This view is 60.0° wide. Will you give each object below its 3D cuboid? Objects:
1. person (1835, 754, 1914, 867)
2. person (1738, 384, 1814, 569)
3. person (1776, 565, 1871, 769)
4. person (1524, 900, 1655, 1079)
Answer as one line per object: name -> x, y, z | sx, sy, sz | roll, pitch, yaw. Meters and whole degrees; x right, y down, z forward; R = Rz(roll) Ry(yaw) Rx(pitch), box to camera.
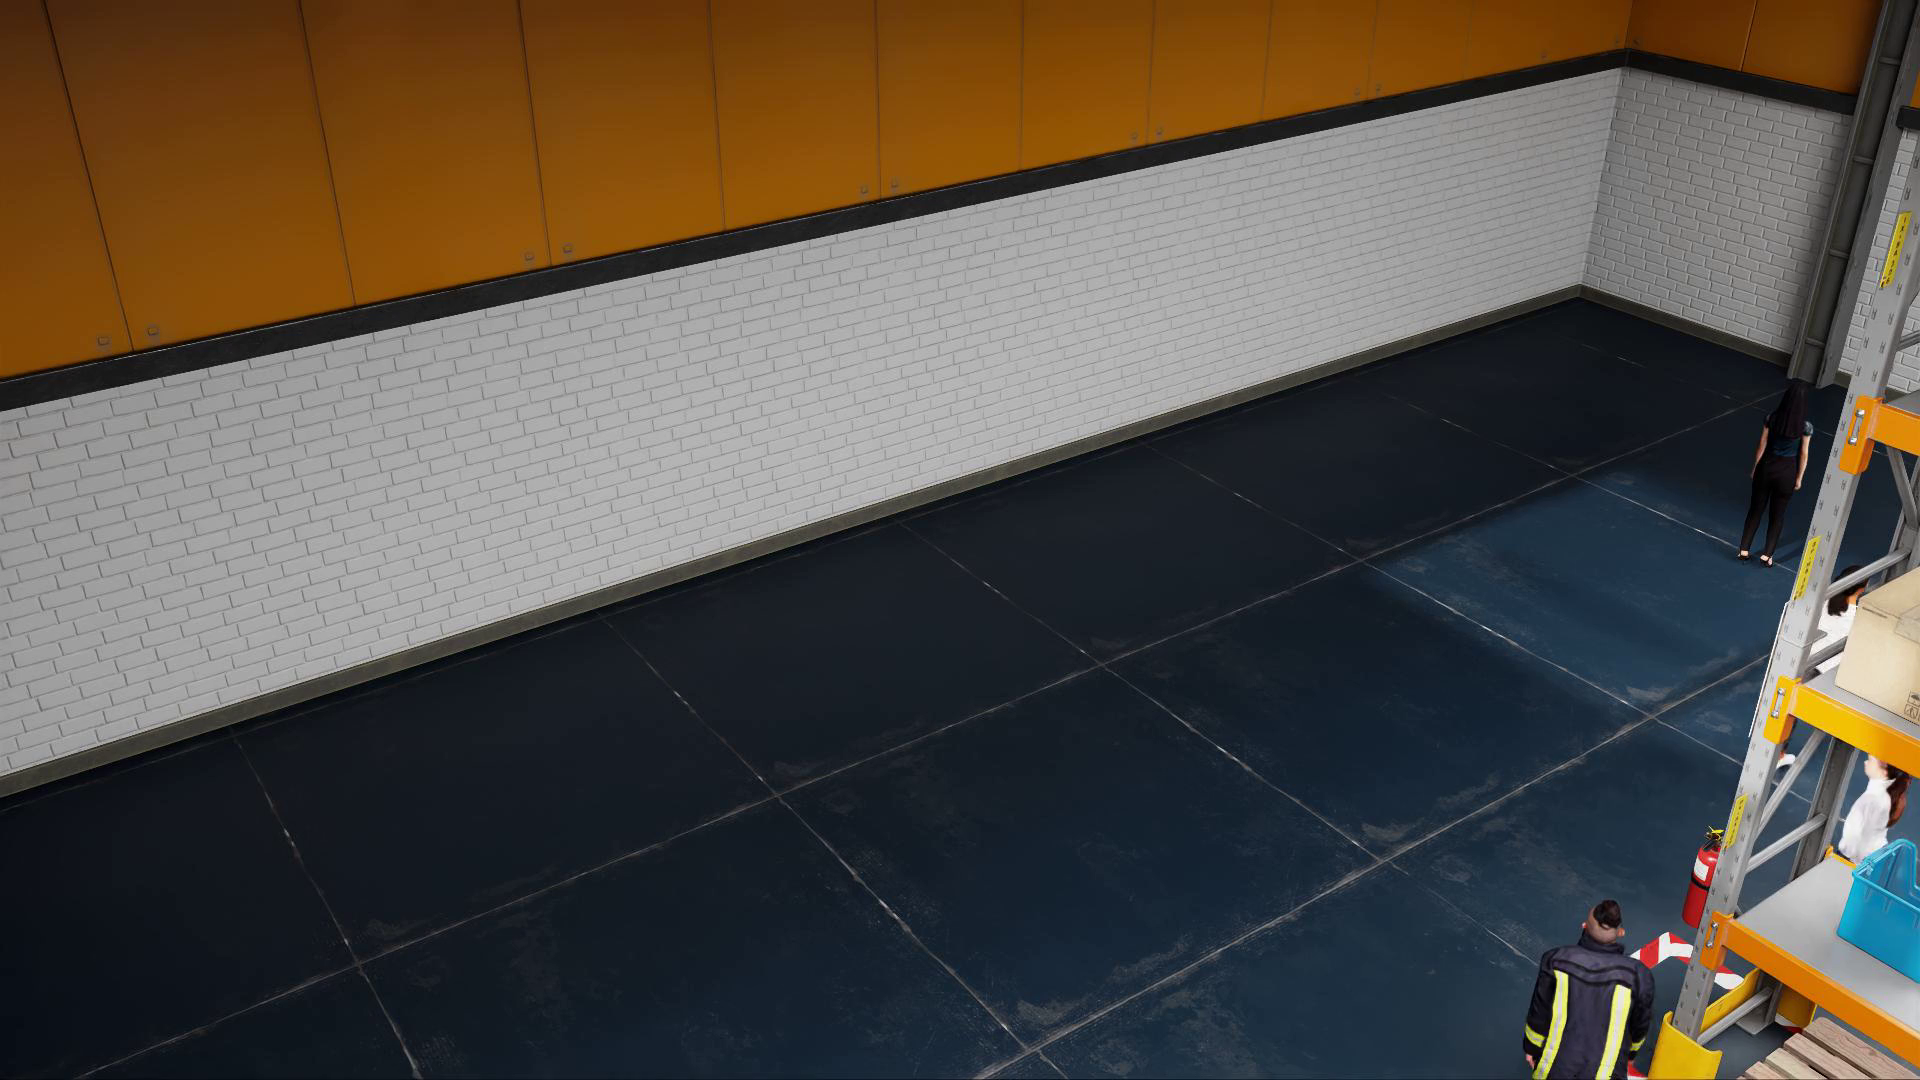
person -> 5.558, 1.942, 10.102 | 0.567, 1.546, 0.678 | -25, 38, -38
person -> 7.106, -0.558, 14.486 | 0.534, 1.737, 0.680 | 19, 34, 31
person -> 6.133, 0.950, 11.869 | 0.730, 1.596, 1.052 | -15, 32, -25
person -> 3.184, 2.648, 8.505 | 1.072, 1.837, 1.057 | 13, 31, 23
